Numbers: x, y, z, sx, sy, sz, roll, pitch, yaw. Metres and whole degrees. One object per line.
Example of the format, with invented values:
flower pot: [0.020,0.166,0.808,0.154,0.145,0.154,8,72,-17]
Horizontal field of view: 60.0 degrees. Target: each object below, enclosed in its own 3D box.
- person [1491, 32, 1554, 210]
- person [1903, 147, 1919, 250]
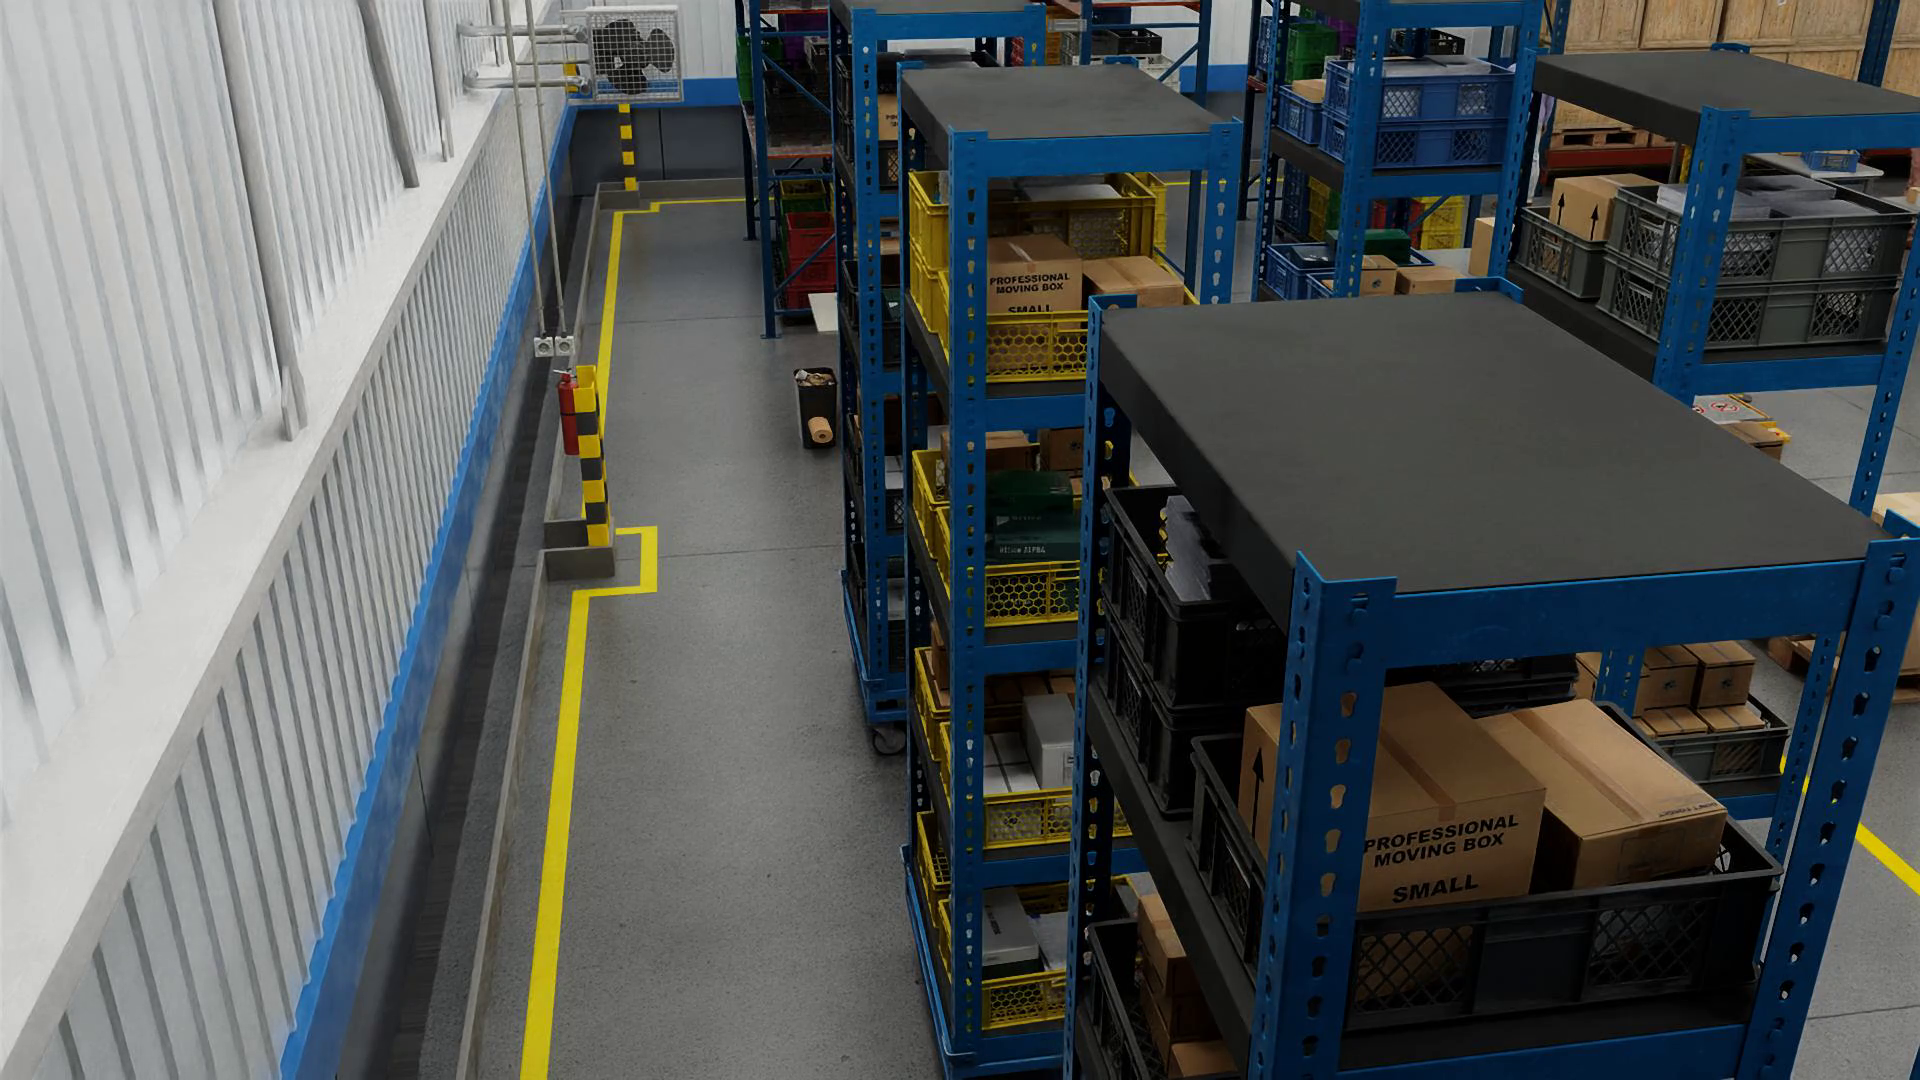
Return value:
person: [6.181,-4.570,18.219,0.632,1.940,0.372,-7,26,-15]
person: [9.823,-3.887,16.789,0.401,1.900,0.637,8,26,17]
